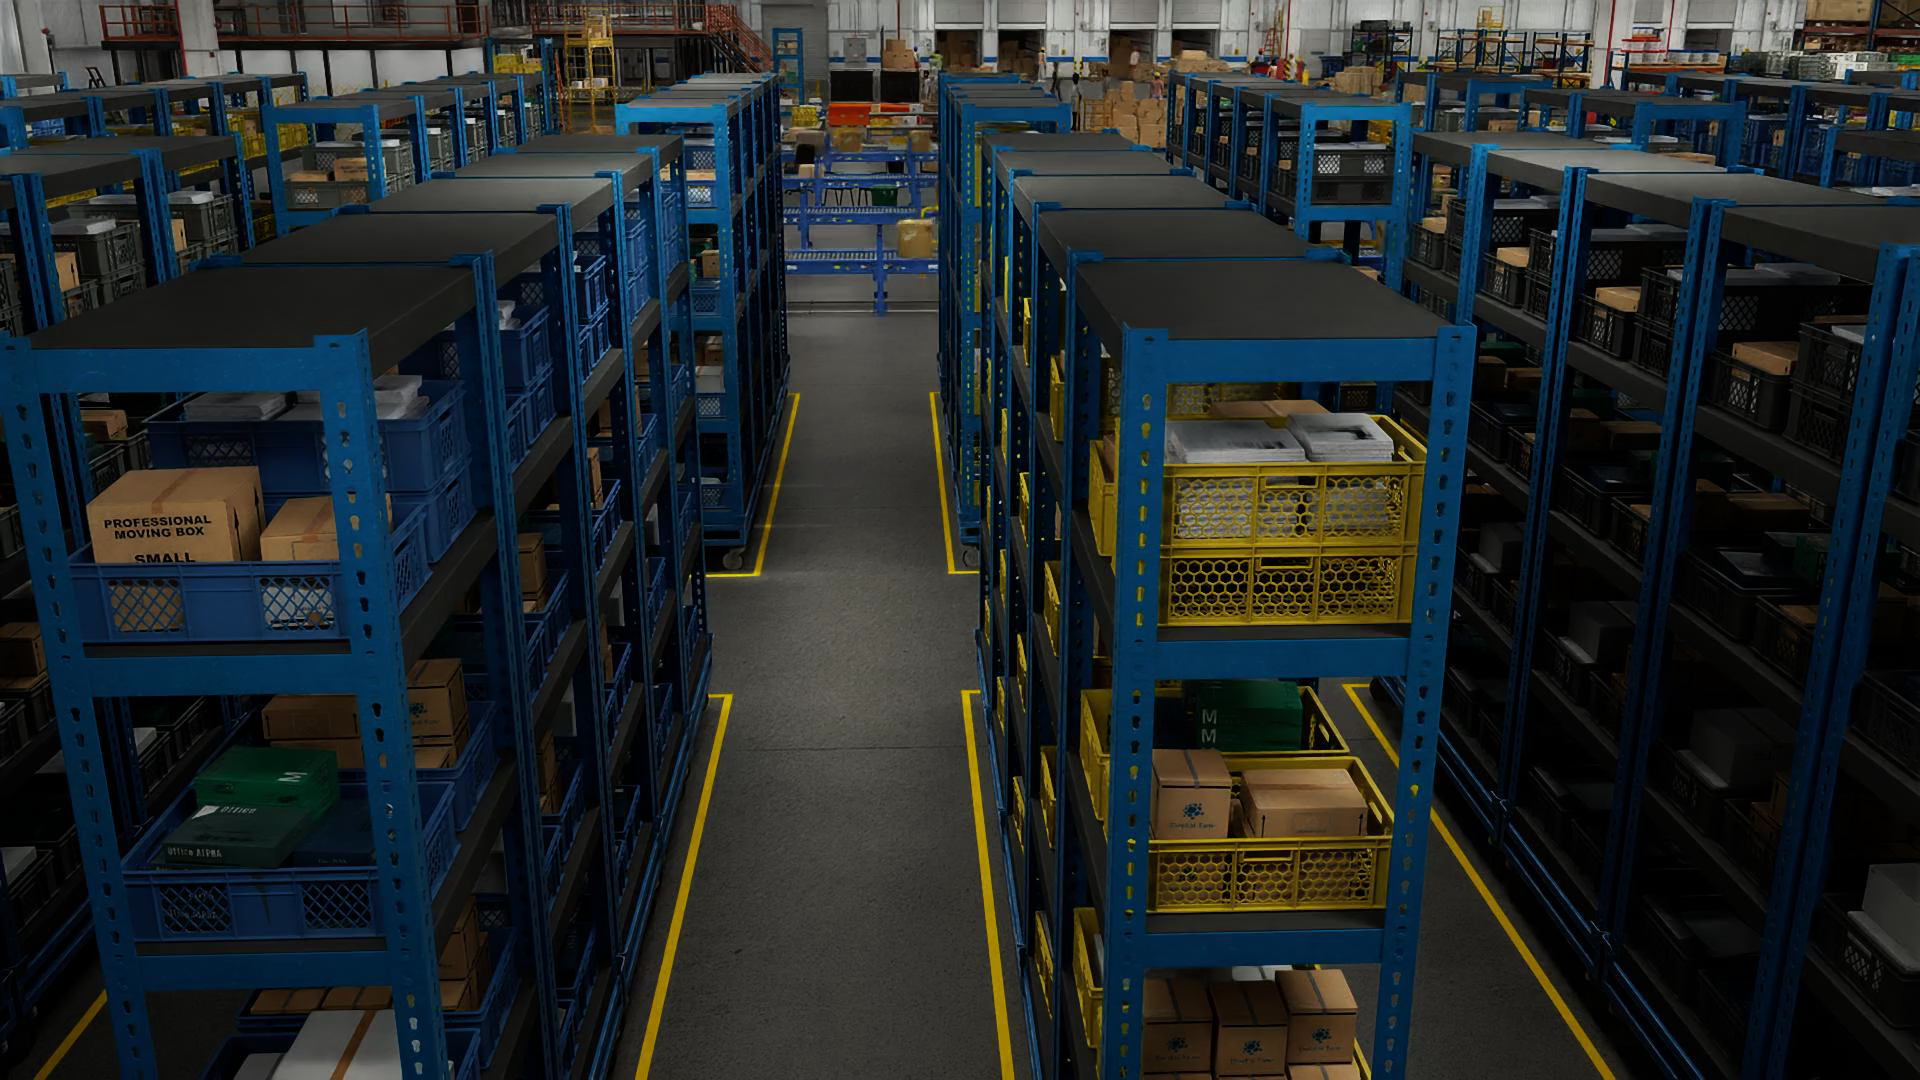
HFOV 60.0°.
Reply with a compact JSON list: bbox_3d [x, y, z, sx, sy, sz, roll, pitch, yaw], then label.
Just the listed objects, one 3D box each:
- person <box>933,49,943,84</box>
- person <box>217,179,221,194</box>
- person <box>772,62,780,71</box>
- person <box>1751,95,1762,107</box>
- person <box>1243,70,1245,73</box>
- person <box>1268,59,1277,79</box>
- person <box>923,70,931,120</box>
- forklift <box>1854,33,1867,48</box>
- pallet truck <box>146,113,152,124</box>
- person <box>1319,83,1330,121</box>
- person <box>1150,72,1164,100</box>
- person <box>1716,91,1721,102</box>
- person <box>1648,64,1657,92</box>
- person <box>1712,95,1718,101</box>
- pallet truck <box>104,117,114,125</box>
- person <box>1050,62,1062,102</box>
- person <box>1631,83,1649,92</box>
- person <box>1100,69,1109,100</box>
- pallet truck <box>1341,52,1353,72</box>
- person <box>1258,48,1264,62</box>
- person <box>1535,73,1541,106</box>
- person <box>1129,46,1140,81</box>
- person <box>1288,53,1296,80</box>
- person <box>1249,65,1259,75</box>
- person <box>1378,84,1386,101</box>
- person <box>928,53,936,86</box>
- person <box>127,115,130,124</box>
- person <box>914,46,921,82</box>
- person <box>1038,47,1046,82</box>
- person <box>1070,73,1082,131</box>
[{"bbox_3d":[-1.234,-25.984,91.337,0.631,1.843,0.429,-8,19,-22],"label":"person"},{"bbox_3d":[-16.058,-8.252,36.351,0.408,1.913,0.644,12,22,34],"label":"person"},{"bbox_3d":[-8.963,-22.584,80.775,0.566,1.867,0.581,-11,21,-30],"label":"person"},{"bbox_3d":[31.861,-17.808,66.381,0.524,1.620,0.454,-6,19,-18],"label":"person"},{"bbox_3d":[10.308,-16.273,61.134,0.377,1.932,0.552,10,20,28],"label":"person"},{"bbox_3d":[15.120,-22.397,80.483,0.534,1.691,0.320,-14,23,-37],"label":"person"},{"bbox_3d":[-1.243,-16.859,63.063,0.323,1.863,0.518,-2,18,-8],"label":"person"},{"bbox_3d":[45.252,-24.022,83.600,1.873,2.768,1.129,-10,21,-29],"label":"forklift"},{"bbox_3d":[-18.087,-8.309,36.390,1.885,1.965,0.823,-1,18,-4],"label":"pallet truck"},{"bbox_3d":[12.403,-14.671,56.577,0.537,1.691,0.318,9,20,27],"label":"person"},{"bbox_3d":[7.523,-17.014,63.695,0.525,1.769,0.328,-1,18,-2],"label":"person"},{"bbox_3d":[26.451,-15.138,57.613,0.633,1.947,1.016,8,19,22],"label":"person"},{"bbox_3d":[30.777,-20.407,74.028,0.577,1.877,0.349,-7,19,-19],"label":"person"},{"bbox_3d":[21.924,-12.136,48.511,0.613,1.818,0.510,-1,18,-3],"label":"person"},{"bbox_3d":[-18.367,-7.885,35.078,1.885,1.965,0.823,1,18,2],"label":"pallet truck"},{"bbox_3d":[4.130,-20.185,73.440,0.905,1.805,0.539,-8,19,-23],"label":"person"},{"bbox_3d":[23.870,-15.416,58.313,0.535,2.000,0.682,-8,20,-24],"label":"person"},{"bbox_3d":[5.498,-17.281,64.388,0.767,1.846,0.555,-3,18,-10],"label":"person"},{"bbox_3d":[18.794,-23.123,82.231,0.823,1.965,1.885,-13,22,-35],"label":"pallet truck"},{"bbox_3d":[16.322,-25.721,90.366,0.373,1.939,0.545,1,18,2],"label":"person"},{"bbox_3d":[20.772,-15.862,59.981,0.986,1.864,0.593,-13,22,-36],"label":"person"},{"bbox_3d":[10.003,-27.209,94.979,0.898,1.932,0.599,-10,21,-29],"label":"person"},{"bbox_3d":[16.556,-23.314,82.979,0.517,1.897,0.651,5,19,16],"label":"person"},{"bbox_3d":[11.785,-18.115,66.909,0.621,1.892,0.511,15,23,38],"label":"person"},{"bbox_3d":[14.512,-14.872,57.307,0.427,1.616,0.520,2,18,6],"label":"person"},{"bbox_3d":[-1.515,-25.382,89.665,0.489,1.718,0.755,-9,20,-26],"label":"person"},{"bbox_3d":[-20.400,-9.954,41.406,0.371,2.044,0.608,8,20,23],"label":"person"},{"bbox_3d":[-2.500,-26.900,93.994,0.605,1.951,0.384,8,19,23],"label":"person"},{"bbox_3d":[4.639,-26.892,94.019,0.392,1.921,0.582,-17,24,-42],"label":"person"},{"bbox_3d":[4.008,-15.193,57.741,0.361,1.966,0.612,-8,20,-24],"label":"person"}]
